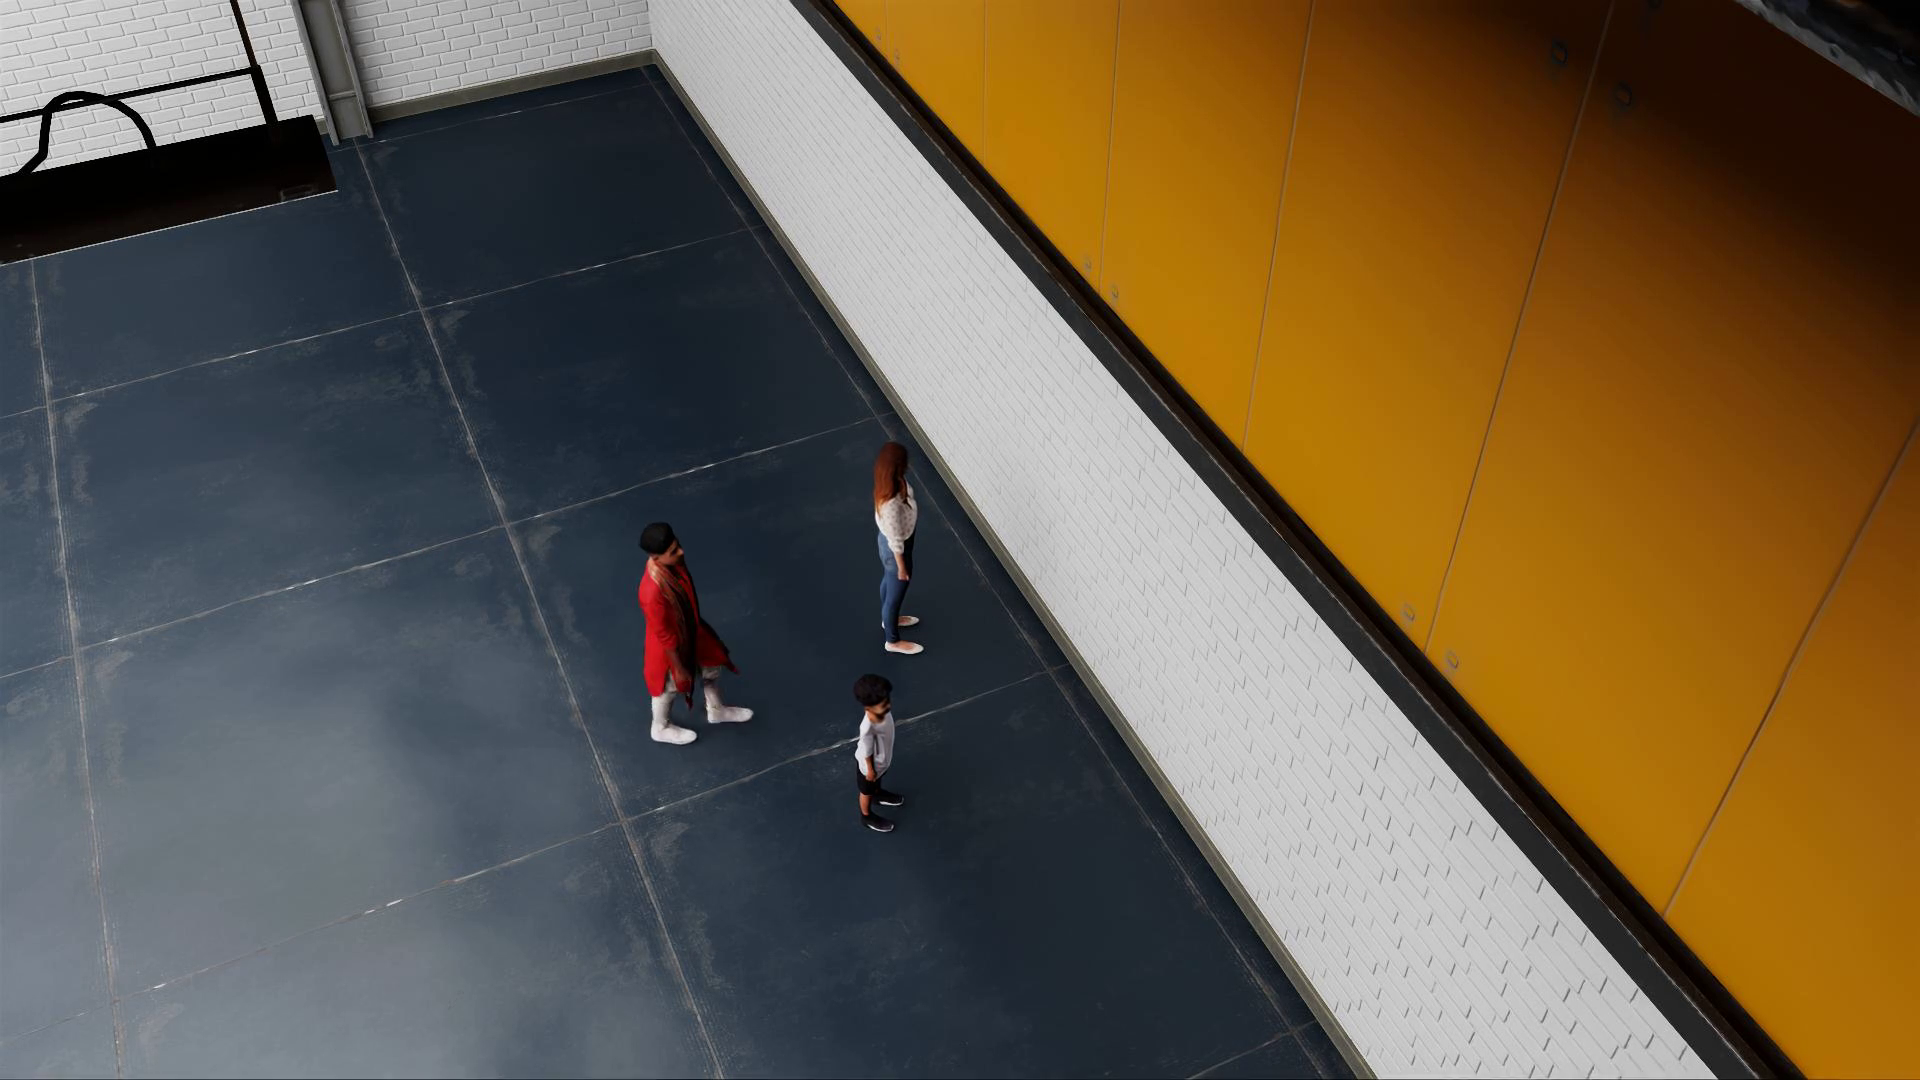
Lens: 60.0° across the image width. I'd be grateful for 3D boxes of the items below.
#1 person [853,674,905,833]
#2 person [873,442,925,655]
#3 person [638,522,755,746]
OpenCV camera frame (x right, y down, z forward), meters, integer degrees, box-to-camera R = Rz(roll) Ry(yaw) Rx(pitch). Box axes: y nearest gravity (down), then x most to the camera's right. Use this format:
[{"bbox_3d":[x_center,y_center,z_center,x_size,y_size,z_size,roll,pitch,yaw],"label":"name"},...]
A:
[{"bbox_3d":[-0.521,1.261,10.024,0.617,1.256,0.562,12,45,12],"label":"person"},{"bbox_3d":[-0.433,0.040,10.963,0.615,1.727,0.635,-4,44,-4],"label":"person"},{"bbox_3d":[-1.875,0.593,10.287,1.028,1.860,0.933,5,44,5],"label":"person"}]
